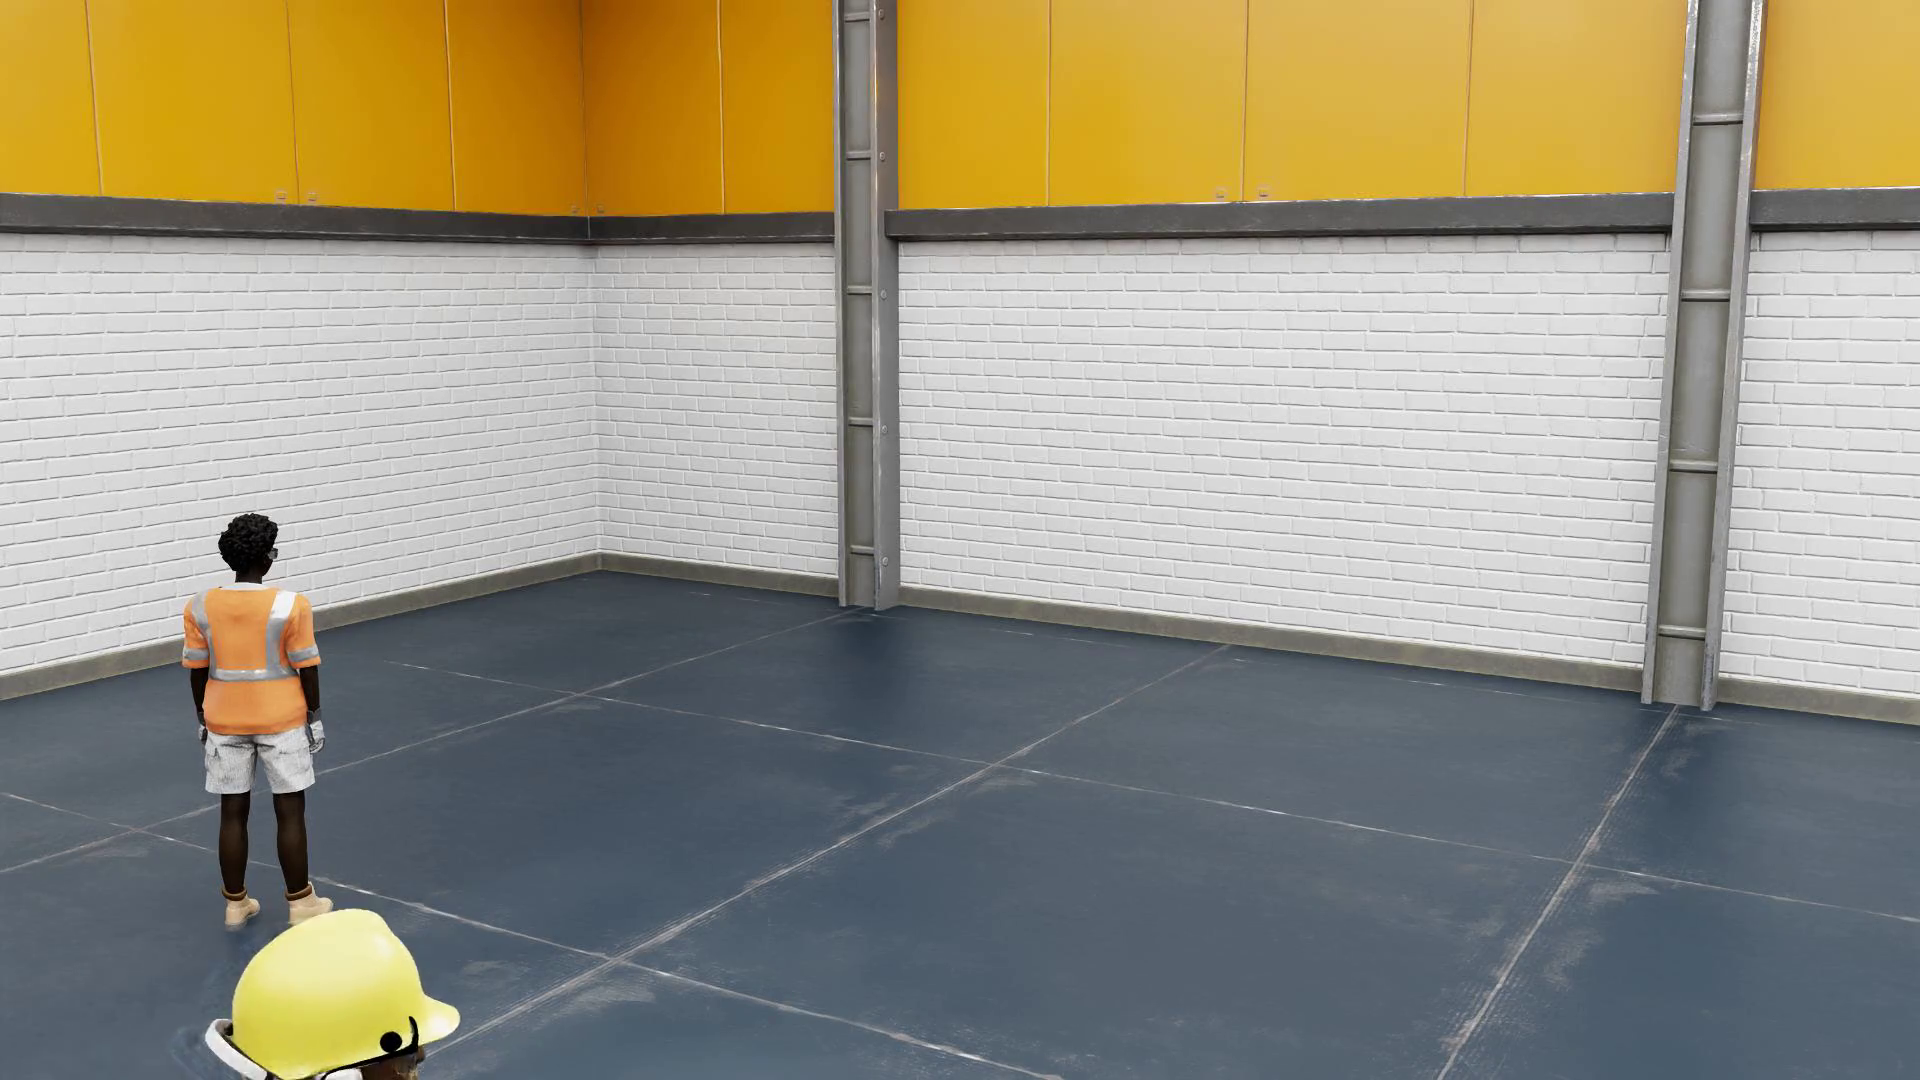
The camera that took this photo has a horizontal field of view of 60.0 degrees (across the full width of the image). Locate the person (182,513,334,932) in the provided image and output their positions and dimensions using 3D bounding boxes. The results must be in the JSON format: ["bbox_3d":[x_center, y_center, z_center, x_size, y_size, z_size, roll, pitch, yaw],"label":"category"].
[{"bbox_3d":[-2.821,0.736,6.696,0.540,1.695,0.317,0,9,1],"label":"person"}]

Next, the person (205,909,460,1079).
[{"bbox_3d":[-0.823,1.382,2.358,0.846,1.795,0.594,-8,12,-42],"label":"person"}]
